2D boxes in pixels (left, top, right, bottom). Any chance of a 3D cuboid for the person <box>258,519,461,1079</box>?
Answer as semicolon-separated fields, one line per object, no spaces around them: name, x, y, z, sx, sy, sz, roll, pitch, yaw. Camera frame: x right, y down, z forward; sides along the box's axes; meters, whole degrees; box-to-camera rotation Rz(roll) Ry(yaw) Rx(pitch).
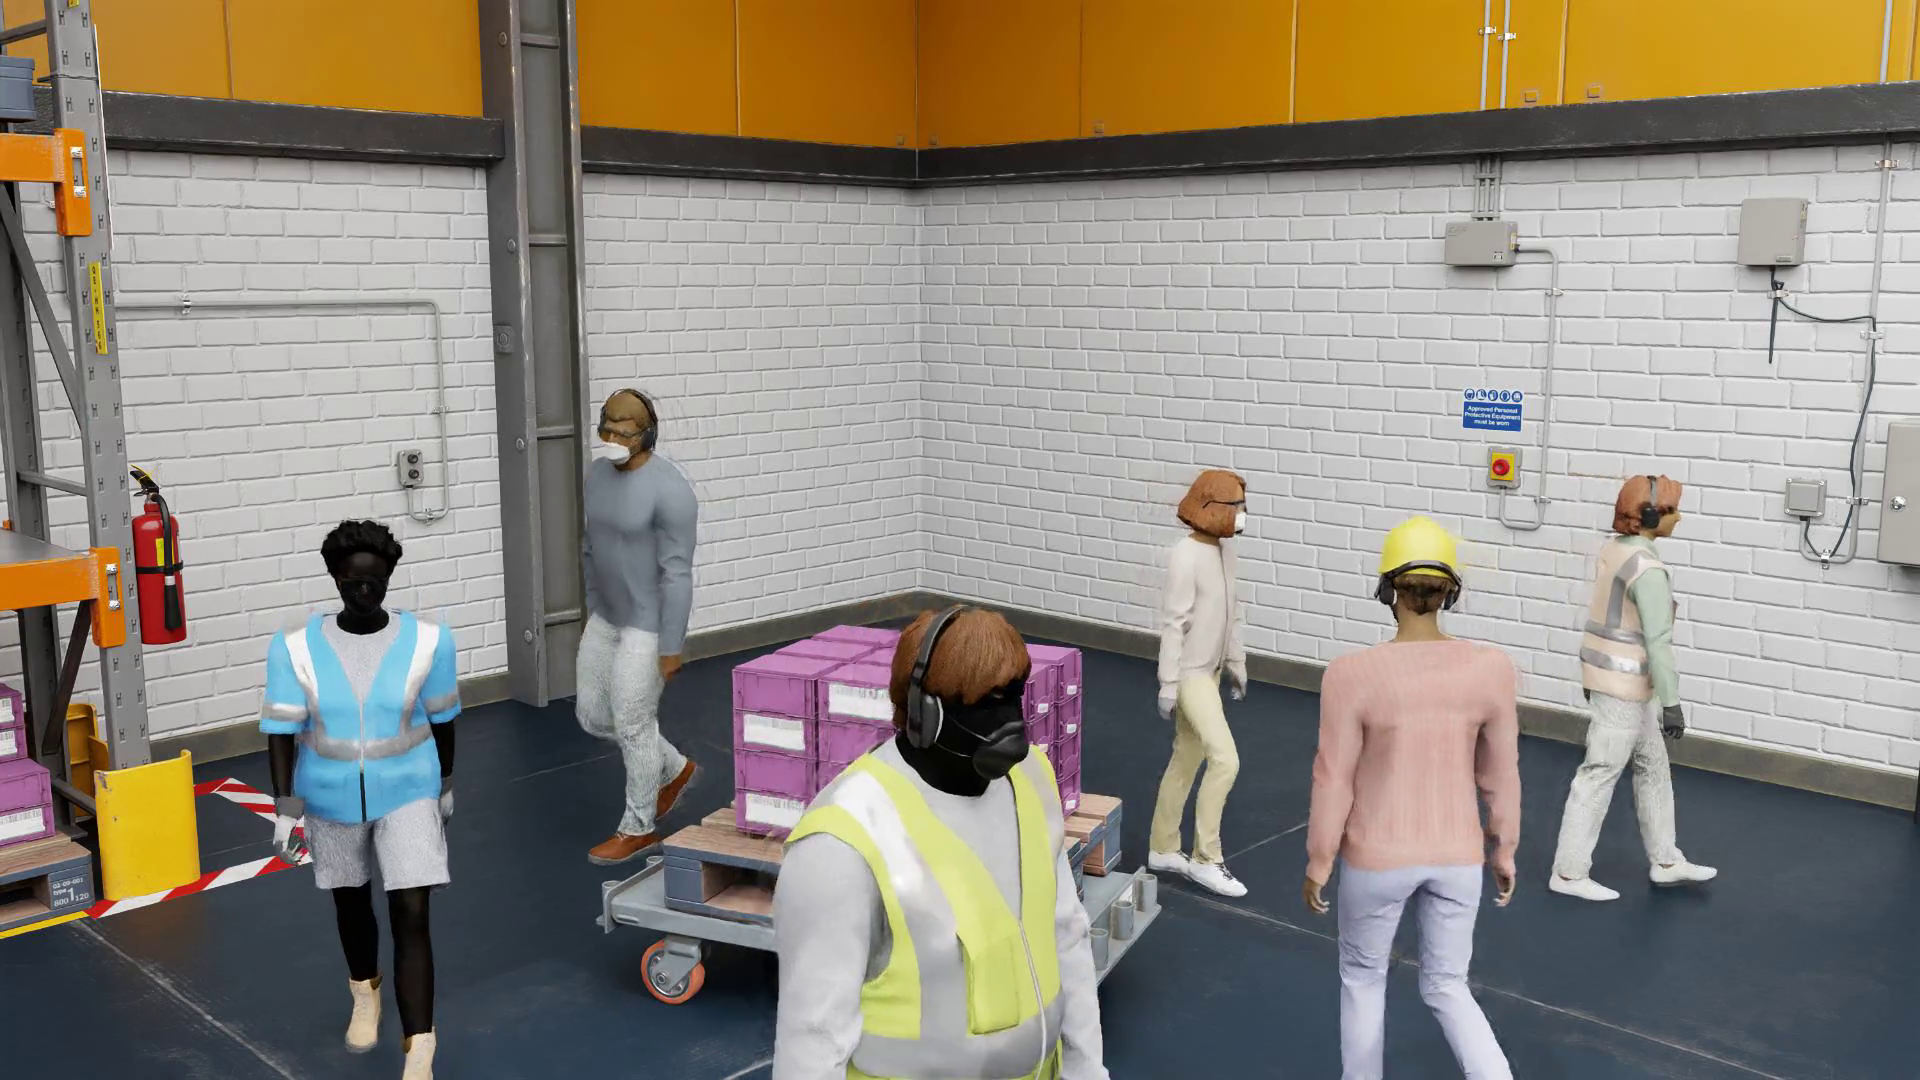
person;-1.703;0.767;4.760;0.533;1.657;0.884;-2;10;-13

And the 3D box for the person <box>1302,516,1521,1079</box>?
person;1.181;0.820;4.220;0.556;1.737;0.671;-1;9;-7

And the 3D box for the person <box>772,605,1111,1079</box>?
person;0.054;1.007;2.829;0.827;1.809;0.641;6;11;33

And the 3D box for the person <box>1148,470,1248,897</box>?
person;0.966;0.536;6.322;0.592;1.609;0.524;5;10;28

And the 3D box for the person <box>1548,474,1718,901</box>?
person;2.570;0.564;6.167;0.754;1.608;0.541;1;9;8

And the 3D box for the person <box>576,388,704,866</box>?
person;-1.245;0.341;6.607;0.661;1.913;0.508;9;13;43
